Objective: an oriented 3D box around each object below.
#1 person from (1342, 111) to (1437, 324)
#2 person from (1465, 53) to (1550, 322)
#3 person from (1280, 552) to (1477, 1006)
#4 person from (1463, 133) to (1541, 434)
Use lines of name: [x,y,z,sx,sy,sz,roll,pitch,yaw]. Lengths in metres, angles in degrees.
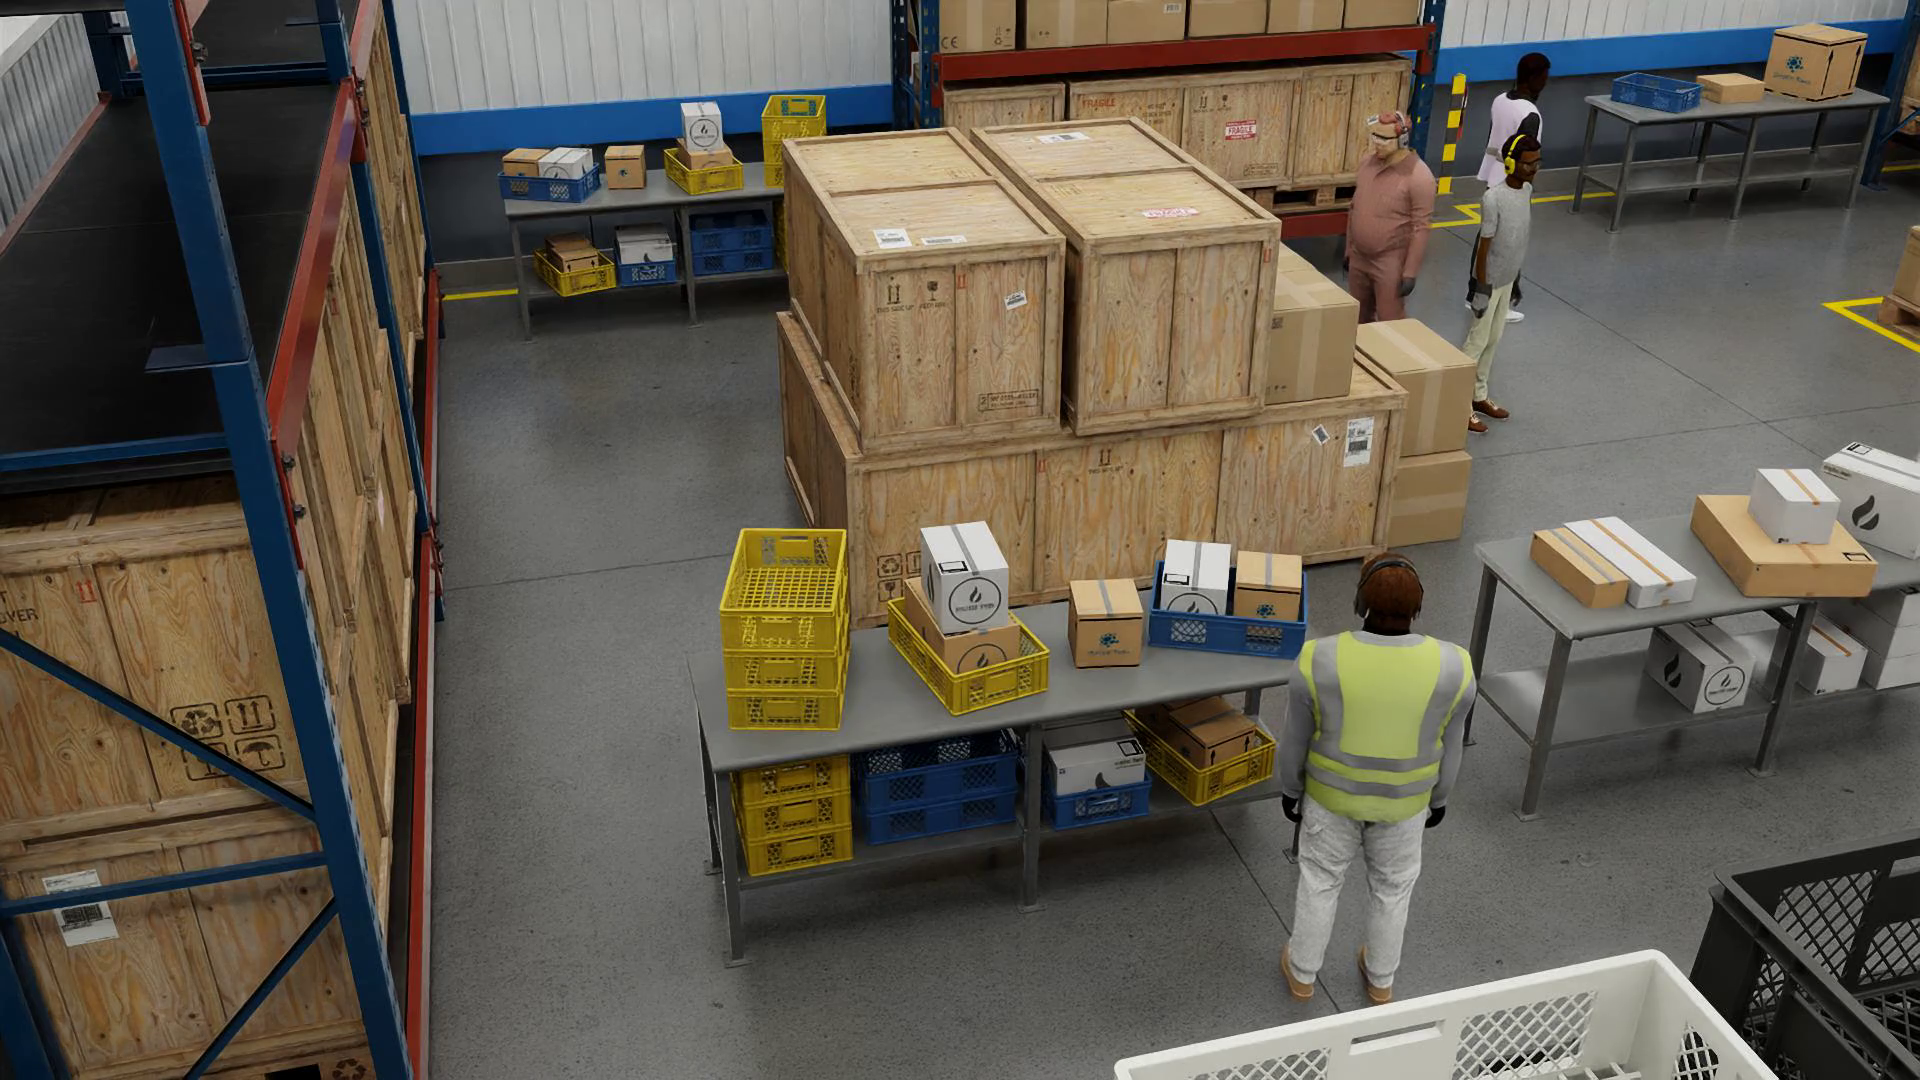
person: [2.688,-1.807,10.687,0.403,1.904,0.652,-16,33,-26]
person: [3.952,-2.544,12.016,0.391,1.914,0.587,-4,29,-7]
person: [1.435,0.874,5.899,0.619,1.835,0.430,5,29,8]
person: [3.355,-1.595,10.338,0.329,1.872,0.508,24,37,37]
